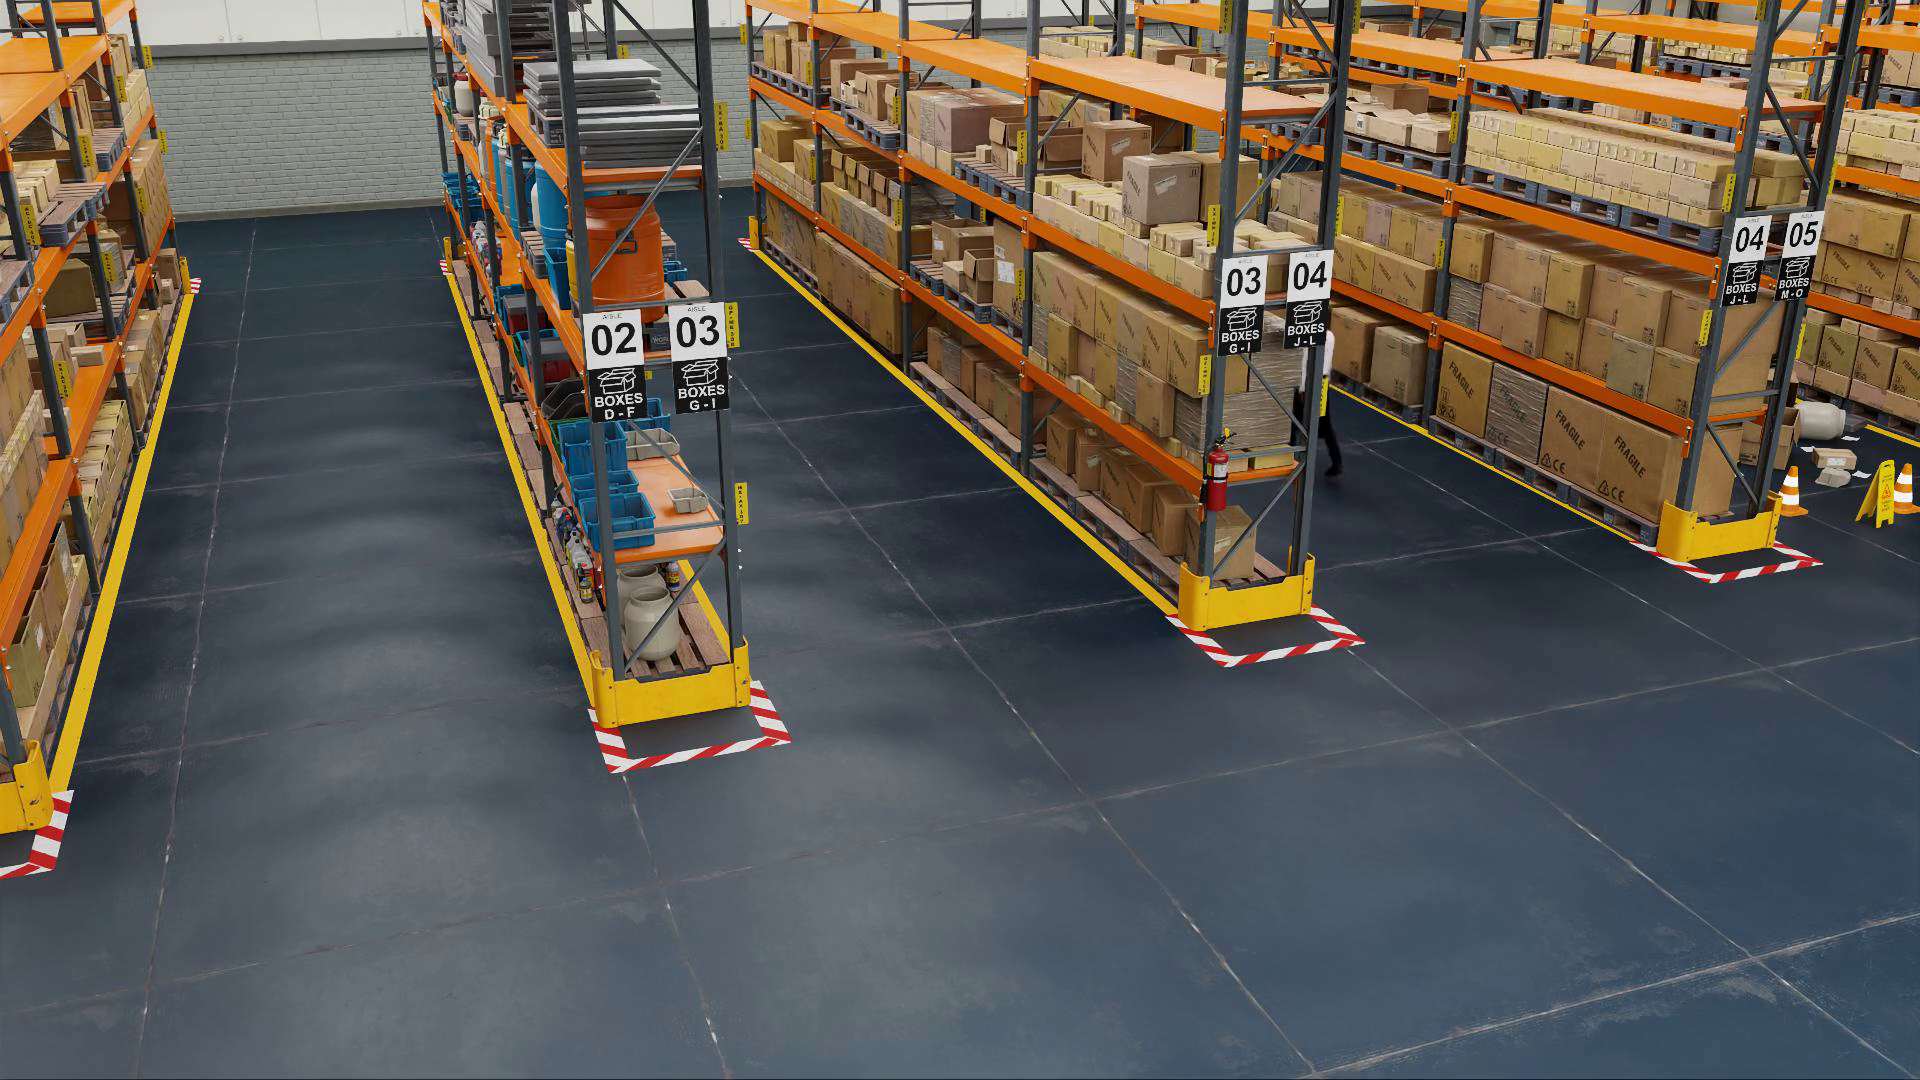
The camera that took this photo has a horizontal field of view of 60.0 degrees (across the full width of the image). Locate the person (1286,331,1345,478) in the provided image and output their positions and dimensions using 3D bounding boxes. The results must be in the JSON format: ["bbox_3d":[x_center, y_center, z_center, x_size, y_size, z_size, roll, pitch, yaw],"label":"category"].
[{"bbox_3d":[3.745,-1.512,17.383,0.811,1.788,1.297,-11,25,-26],"label":"person"}]
